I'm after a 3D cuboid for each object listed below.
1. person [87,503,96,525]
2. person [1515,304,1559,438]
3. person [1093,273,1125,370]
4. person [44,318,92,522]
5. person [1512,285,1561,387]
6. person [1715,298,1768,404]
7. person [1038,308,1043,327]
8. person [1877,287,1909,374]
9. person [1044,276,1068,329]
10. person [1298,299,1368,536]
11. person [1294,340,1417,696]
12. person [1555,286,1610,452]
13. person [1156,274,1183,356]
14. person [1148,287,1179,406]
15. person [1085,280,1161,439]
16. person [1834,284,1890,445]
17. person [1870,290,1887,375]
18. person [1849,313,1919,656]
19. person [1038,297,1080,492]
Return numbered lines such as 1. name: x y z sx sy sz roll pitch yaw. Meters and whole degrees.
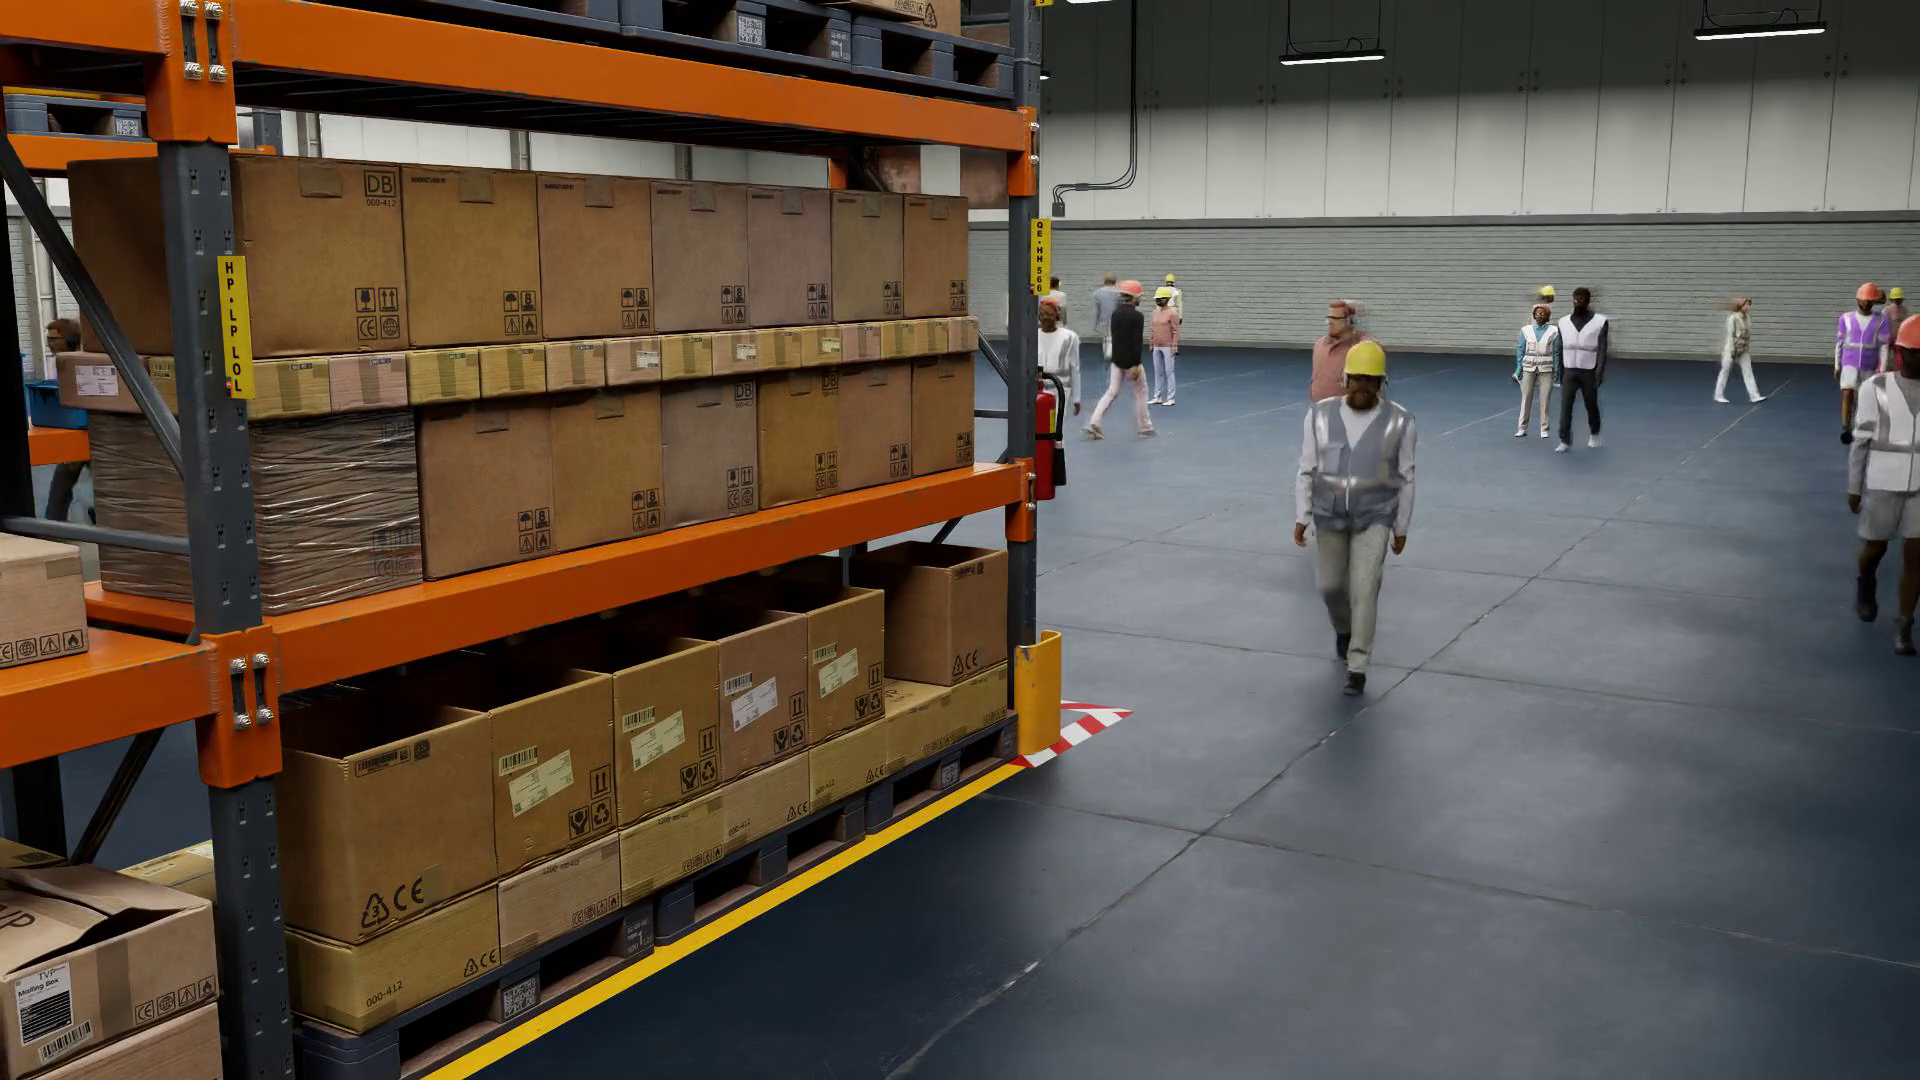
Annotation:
1. person: -6.506 -0.896 12.980 0.578 1.833 0.565 4 11 24
2. person: 7.112 -2.075 20.460 0.513 1.641 0.309 5 11 26
3. person: 2.927 -4.290 32.674 0.642 1.908 0.937 3 10 15
4. person: -6.291 -0.687 11.892 0.527 1.794 0.980 9 13 43
5. person: 9.830 -3.452 28.221 0.817 1.735 0.522 1 10 5
6. person: 11.765 -2.837 25.039 0.536 1.586 0.865 -5 11 -27
7. person: 1.287 -4.283 32.786 0.656 1.856 1.011 9 14 44
8. person: 15.211 -3.263 27.161 0.548 1.711 0.586 -2 10 -12
9. person: 1.859 -4.217 32.422 0.542 1.839 0.483 6 12 33
10. person: 2.926 -0.923 12.963 0.435 1.890 0.677 -7 12 -34
11. person: 2.071 -0.148 8.697 0.594 1.807 0.780 4 11 24
12. person: 7.152 -1.965 19.100 0.588 1.889 0.877 7 12 36
13. person: 4.664 -4.994 36.992 0.623 1.831 0.404 3 10 16
14. person: 3.029 -2.885 24.836 0.331 1.768 0.527 -8 12 -38
15. person: 1.985 -2.189 20.245 1.028 1.952 0.627 -6 11 -32
16. person: 10.652 -2.064 19.658 0.561 1.882 1.025 5 11 28
17. person: 16.582 -3.727 30.171 0.518 1.618 0.544 9 13 43
18. person: 5.390 -0.340 9.518 0.550 1.918 0.749 4 10 20
19. person: 0.864 -1.396 15.908 0.587 1.853 0.906 3 10 18
